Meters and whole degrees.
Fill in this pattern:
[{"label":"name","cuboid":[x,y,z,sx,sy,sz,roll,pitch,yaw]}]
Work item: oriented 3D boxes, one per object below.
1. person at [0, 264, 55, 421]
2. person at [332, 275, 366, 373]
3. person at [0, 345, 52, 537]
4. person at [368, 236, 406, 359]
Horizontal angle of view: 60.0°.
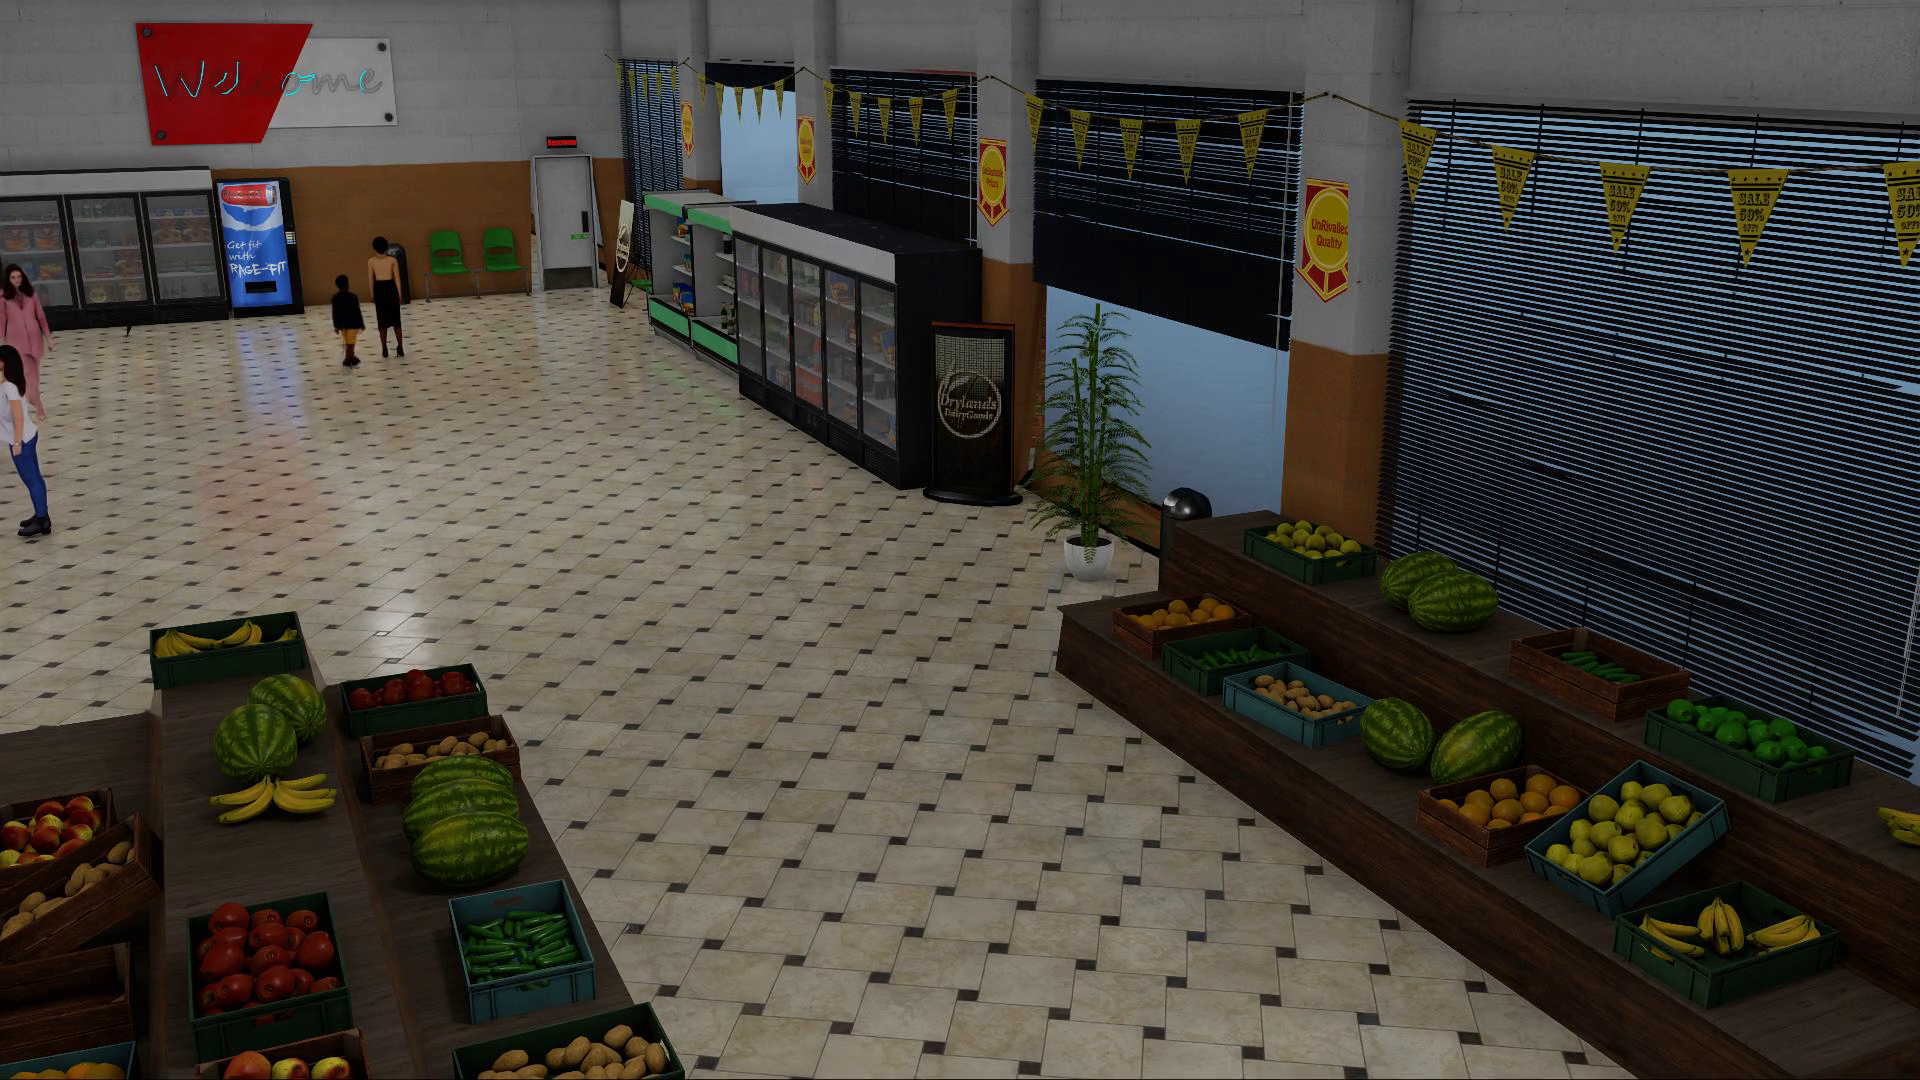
[{"label":"person","cuboid":[-10.767,-2.284,19.159,0.851,1.760,1.204,-14,22,-39]},{"label":"person","cuboid":[-8.049,-2.832,21.836,0.781,1.253,0.947,2,17,5]},{"label":"person","cuboid":[-8.244,-0.867,14.624,0.663,1.684,0.459,-7,18,-22]},{"label":"person","cuboid":[-7.863,-3.328,22.782,0.604,1.653,0.597,-4,17,-13]}]
